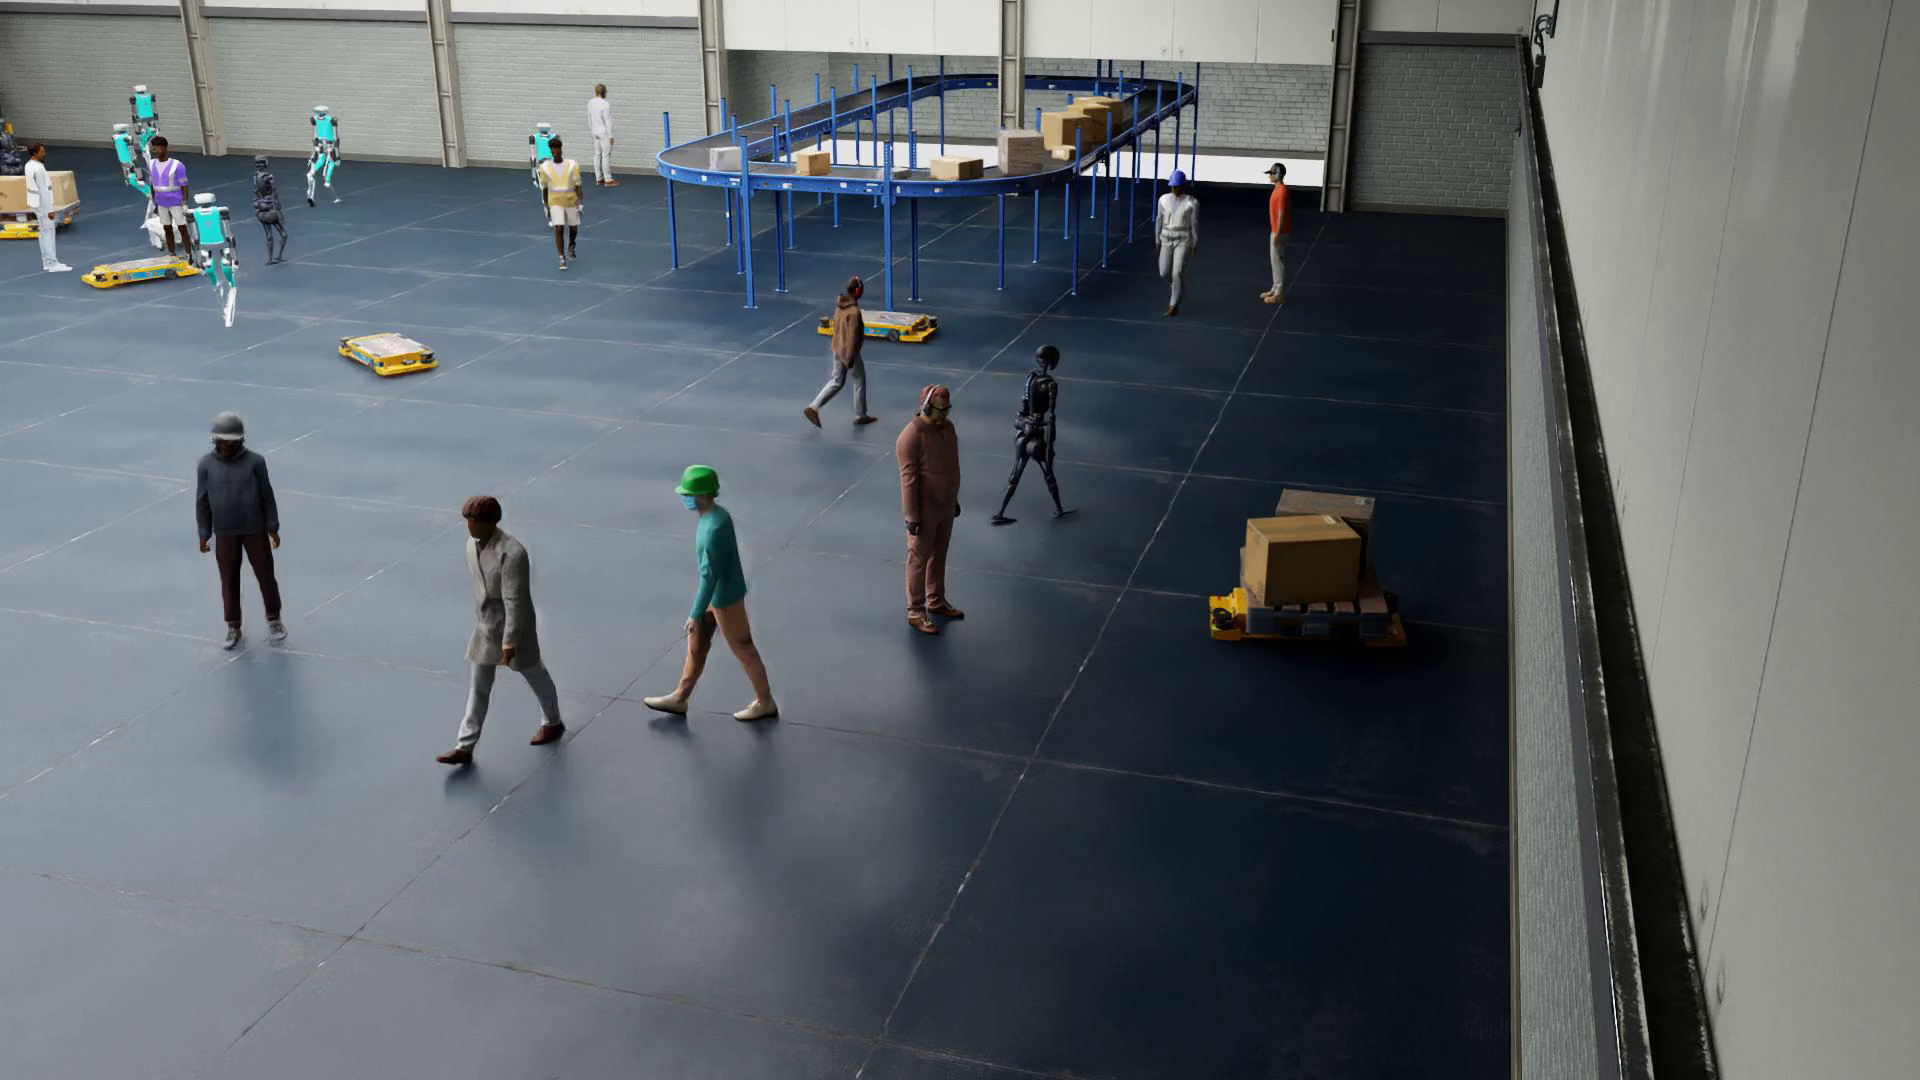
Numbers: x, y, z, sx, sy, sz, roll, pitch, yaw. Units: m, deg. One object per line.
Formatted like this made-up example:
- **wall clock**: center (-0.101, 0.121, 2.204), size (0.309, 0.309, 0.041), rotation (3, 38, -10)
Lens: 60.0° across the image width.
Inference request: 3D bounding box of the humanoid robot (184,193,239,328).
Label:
- **humanoid robot**: center (-9.652, -3.629, 21.659), size (0.546, 1.859, 0.837), rotation (-6, 22, -16)

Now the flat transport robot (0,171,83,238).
- **flat transport robot**: center (-15.514, -5.290, 27.898), size (0.659, 0.231, 1.431), rotation (-3, 21, -7)

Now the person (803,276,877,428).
- **person**: center (-1.266, -1.946, 17.377), size (0.768, 1.606, 0.469), rotation (-14, 25, -32)

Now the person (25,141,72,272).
- **person**: center (-13.653, -4.963, 24.760), size (0.373, 1.916, 0.595), rotation (-17, 27, -37)

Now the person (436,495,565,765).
- **person**: center (-2.948, 0.581, 10.572), size (0.527, 1.780, 0.960), rotation (12, 24, 28)

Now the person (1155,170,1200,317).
- **person**: center (2.911, -3.994, 22.244), size (0.616, 1.926, 0.734), rotation (12, 24, 29)

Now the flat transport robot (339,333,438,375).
- **flat transport robot**: center (-6.886, -2.245, 20.001), size (0.659, 0.231, 1.431), rotation (-17, 27, -37)

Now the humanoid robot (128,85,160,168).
- **humanoid robot**: center (-16.567, -8.327, 33.728), size (0.906, 1.768, 0.542), rotation (15, 26, 34)

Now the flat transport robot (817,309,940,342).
- **flat transport robot**: center (-1.042, -2.746, 21.301), size (1.431, 0.231, 0.659), rotation (7, 22, 17)

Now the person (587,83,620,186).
- **person**: center (-6.922, -7.839, 32.192), size (0.634, 1.937, 0.351), rotation (18, 27, 39)

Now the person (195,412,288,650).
- **person**: center (-5.314, -0.080, 12.252), size (0.571, 1.807, 0.378), rotation (-7, 22, -17)

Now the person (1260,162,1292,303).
- **person**: center (4.333, -4.229, 22.882), size (0.450, 1.902, 0.491), rotation (0, 21, 1)

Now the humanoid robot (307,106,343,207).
- **humanoid robot**: center (-11.623, -6.915, 30.091), size (0.532, 1.772, 0.961), rotation (6, 22, 14)

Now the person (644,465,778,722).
- **person**: center (-1.685, 0.380, 11.024), size (0.953, 1.828, 0.551), rotation (-5, 22, -12)

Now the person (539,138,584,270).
- **person**: center (-5.995, -5.101, 25.091), size (0.615, 1.937, 0.784), rotation (-6, 22, -15)

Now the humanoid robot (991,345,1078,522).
- **humanoid robot**: center (0.660, -0.943, 14.748), size (0.815, 1.617, 0.606), rotation (-9, 23, -23)

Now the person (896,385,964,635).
- **person**: center (-0.196, -0.250, 12.561), size (0.412, 1.902, 0.637), rotation (13, 25, 30)

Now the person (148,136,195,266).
- **person**: center (-11.861, -5.068, 24.966), size (0.603, 1.966, 0.367), rotation (3, 21, 8)

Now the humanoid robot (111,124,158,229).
- **humanoid robot**: center (-13.752, -6.114, 28.015), size (0.530, 1.811, 0.710), rotation (15, 26, 34)

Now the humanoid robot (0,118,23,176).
- **humanoid robot**: center (-16.918, -6.656, 29.541), size (0.690, 1.635, 0.598), rotation (4, 22, 11)

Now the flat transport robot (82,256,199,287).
- **flat transport robot**: center (-12.019, -3.937, 24.388), size (1.431, 0.231, 0.659), rotation (-19, 28, -40)

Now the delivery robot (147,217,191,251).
- **delivery robot**: center (-12.677, -4.933, 26.598), size (0.805, 0.612, 0.499), rotation (20, 29, 41)

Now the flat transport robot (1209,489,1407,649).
- **flat transport robot**: center (2.632, 0.577, 12.682), size (1.431, 0.231, 0.659), rotation (2, 21, 6)

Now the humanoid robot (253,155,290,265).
- **humanoid robot**: center (-10.494, -5.005, 25.200), size (0.601, 1.654, 0.328), rotation (15, 26, 35)

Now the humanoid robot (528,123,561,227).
- **humanoid robot**: center (-6.873, -6.046, 27.827), size (0.541, 1.774, 0.903), rotation (-8, 23, -20)
